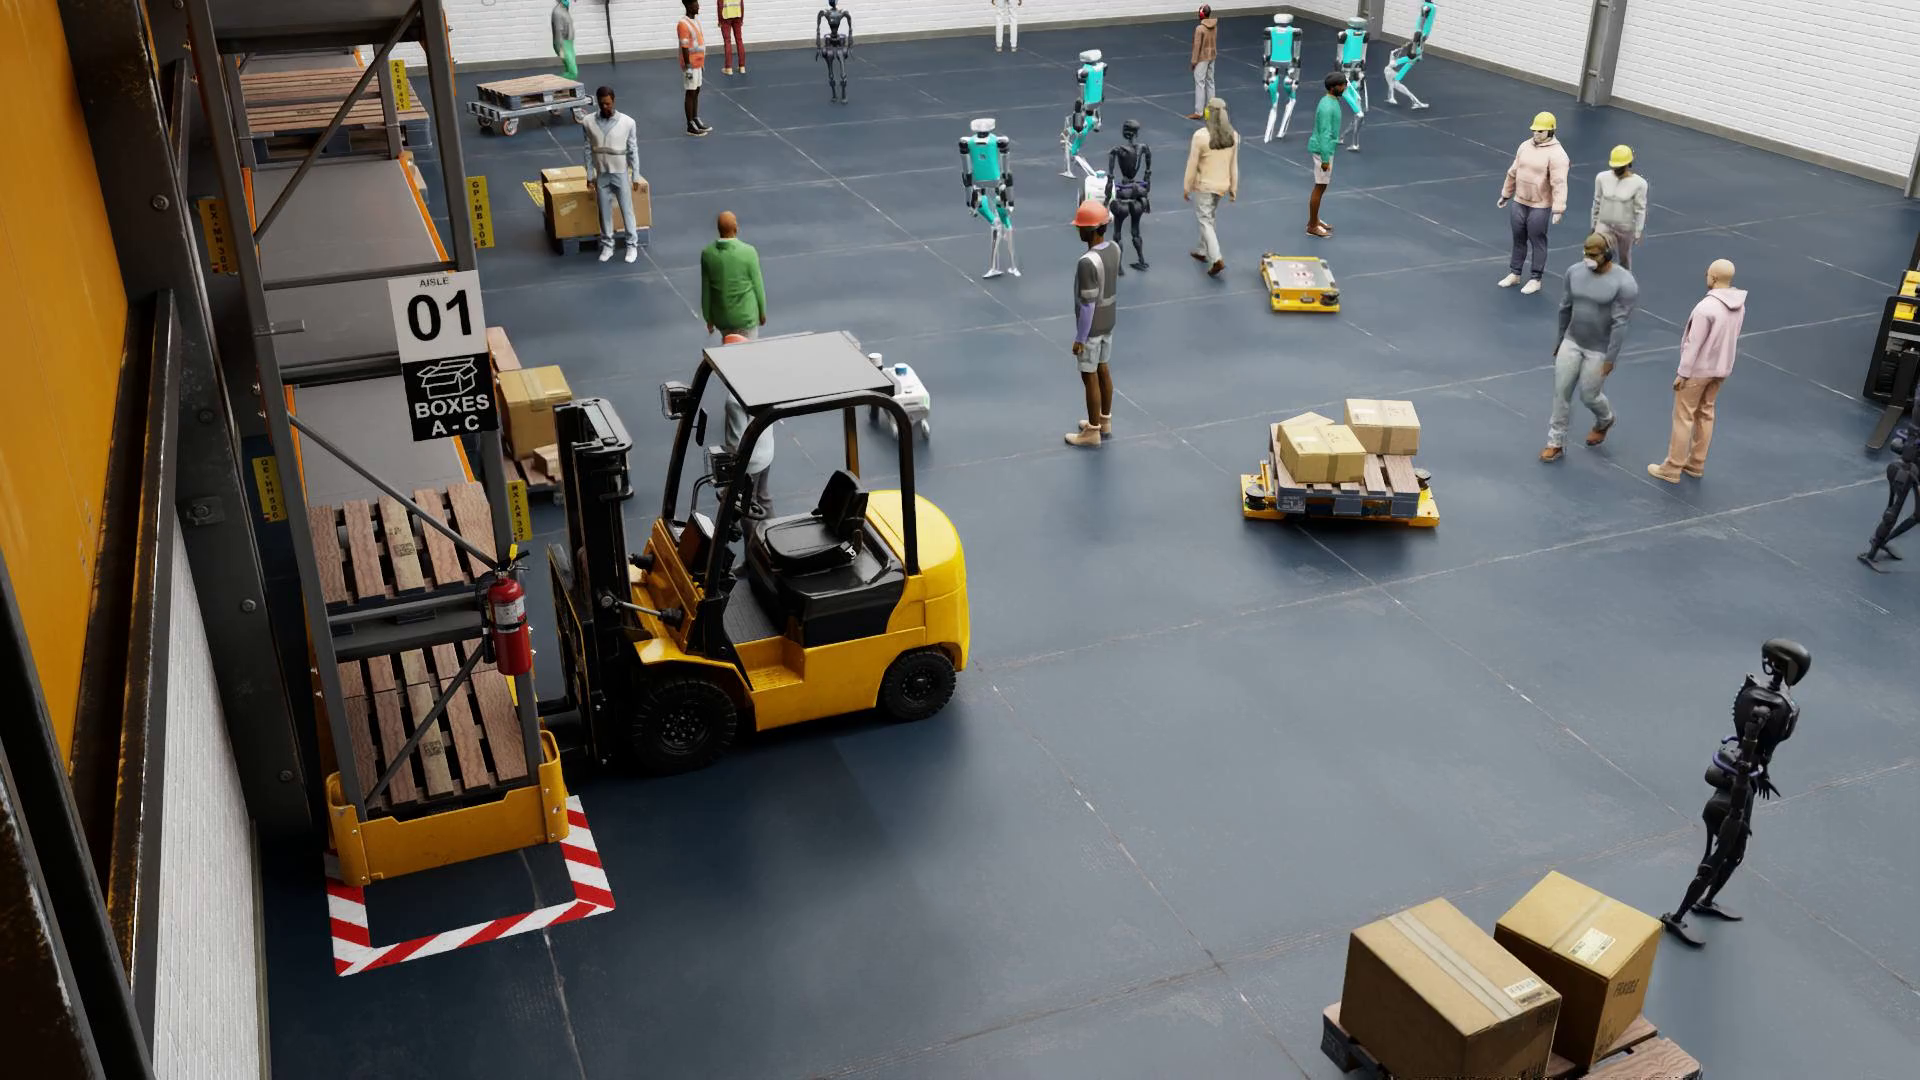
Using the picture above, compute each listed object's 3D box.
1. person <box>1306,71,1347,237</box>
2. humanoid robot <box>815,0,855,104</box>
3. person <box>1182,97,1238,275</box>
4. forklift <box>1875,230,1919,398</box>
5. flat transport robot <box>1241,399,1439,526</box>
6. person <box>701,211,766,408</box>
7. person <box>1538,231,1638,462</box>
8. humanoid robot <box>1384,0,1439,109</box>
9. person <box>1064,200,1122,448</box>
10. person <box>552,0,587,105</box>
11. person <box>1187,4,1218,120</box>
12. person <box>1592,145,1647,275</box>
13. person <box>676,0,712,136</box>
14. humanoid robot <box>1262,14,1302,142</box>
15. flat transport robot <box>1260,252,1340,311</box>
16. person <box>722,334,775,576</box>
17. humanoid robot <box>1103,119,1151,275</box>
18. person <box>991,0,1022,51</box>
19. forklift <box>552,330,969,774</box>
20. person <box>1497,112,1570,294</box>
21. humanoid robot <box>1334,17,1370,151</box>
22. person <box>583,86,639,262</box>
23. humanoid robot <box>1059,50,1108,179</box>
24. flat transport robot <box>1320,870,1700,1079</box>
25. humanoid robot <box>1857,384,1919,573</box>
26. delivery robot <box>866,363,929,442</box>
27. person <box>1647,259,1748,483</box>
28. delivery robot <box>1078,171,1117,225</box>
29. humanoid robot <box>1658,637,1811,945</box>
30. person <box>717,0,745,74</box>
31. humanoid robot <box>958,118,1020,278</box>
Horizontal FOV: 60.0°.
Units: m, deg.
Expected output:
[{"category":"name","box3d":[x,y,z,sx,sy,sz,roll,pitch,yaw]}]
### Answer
[{"category":"person","box3d":[4.163,-4.414,19.010,0.381,1.847,0.508,7,27,13]},{"category":"humanoid robot","box3d":[-1.910,-7.508,25.360,0.616,1.641,0.539,1,27,1]},{"category":"person","box3d":[2.700,-3.786,17.777,0.569,1.842,0.910,-10,29,-20]},{"category":"forklift","box3d":[9.029,-2.397,14.618,1.214,2.155,2.313,18,32,32]},{"category":"flat transport robot","box3d":[2.881,-0.348,12.680,1.431,0.231,0.659,3,27,5]},{"category":"person","box3d":[-1.934,-1.917,14.141,0.531,1.757,0.786,8,28,15]},{"category":"person","box3d":[5.051,-1.556,13.260,0.725,1.907,0.637,-21,33,-35]},{"category":"humanoid robot","box3d":[6.695,-7.359,24.989,0.945,1.737,0.550,13,30,24]},{"category":"person","box3d":[1.057,-1.748,13.496,0.393,2.038,0.613,13,30,25]},{"category":"person","box3d":[-5.959,-7.439,25.046,0.466,1.839,0.590,2,27,5]},{"category":"person","box3d":[3.591,-7.014,24.406,0.464,1.647,0.308,-22,34,-36]},{"category":"person","box3d":[6.638,-3.192,16.770,0.538,1.672,1.059,17,31,30]},{"category":"person","box3d":[-3.766,-6.729,23.484,0.368,1.966,0.600,4,27,7]},{"category":"humanoid robot","box3d":[4.502,-6.424,23.158,0.550,1.809,0.734,11,29,21]},{"category":"flat transport robot","box3d":[3.532,-2.688,17.334,0.659,0.231,1.431,2,27,3]},{"category":"person","box3d":[-1.478,-0.588,11.519,0.351,1.740,0.570,8,28,15]},{"category":"humanoid robot","box3d":[1.775,-3.631,17.654,0.610,1.649,0.325,-15,30,-27]},{"category":"person","box3d":[0.826,-9.548,29.197,0.565,1.878,0.353,-2,27,-4]},{"category":"forklift","box3d":[-1.094,0.010,9.831,2.313,2.155,1.214,-10,28,-20]},{"category":"person","box3d":[5.934,-3.488,17.162,0.429,1.859,0.793,-15,30,-28]},{"category":"humanoid robot","box3d":[5.439,-6.170,22.658,0.573,1.777,0.890,-15,30,-27]},{"category":"person","box3d":[-3.768,-3.982,18.086,0.591,1.911,0.390,4,27,7]},{"category":"humanoid robot","box3d":[1.479,-5.281,20.863,1.022,1.731,0.559,20,33,35]},{"category":"flat transport robot","box3d":[2.346,2.400,7.213,0.659,0.231,1.431,-13,29,-24]},{"category":"humanoid robot","box3d":[6.656,-0.574,11.568,0.599,1.652,0.364,-18,32,-32]},{"category":"delivery robot","box3d":[-0.499,-1.199,14.072,0.499,0.611,0.804,-7,27,-13]},{"category":"person","box3d":[5.776,-1.296,12.894,0.539,1.774,0.422,-15,30,-27]},{"category":"delivery robot","box3d":[1.665,-4.096,19.832,0.499,0.609,0.812,1,27,2]},{"category":"humanoid robot","box3d":[3.777,1.190,8.059,0.351,1.649,0.589,18,32,31]},{"category":"person","box3d":[-3.771,-8.586,27.396,0.478,1.767,0.363,-14,30,-26]},{"category":"humanoid robot","box3d":[0.348,-3.597,17.533,0.611,1.798,0.841,6,27,12]}]
